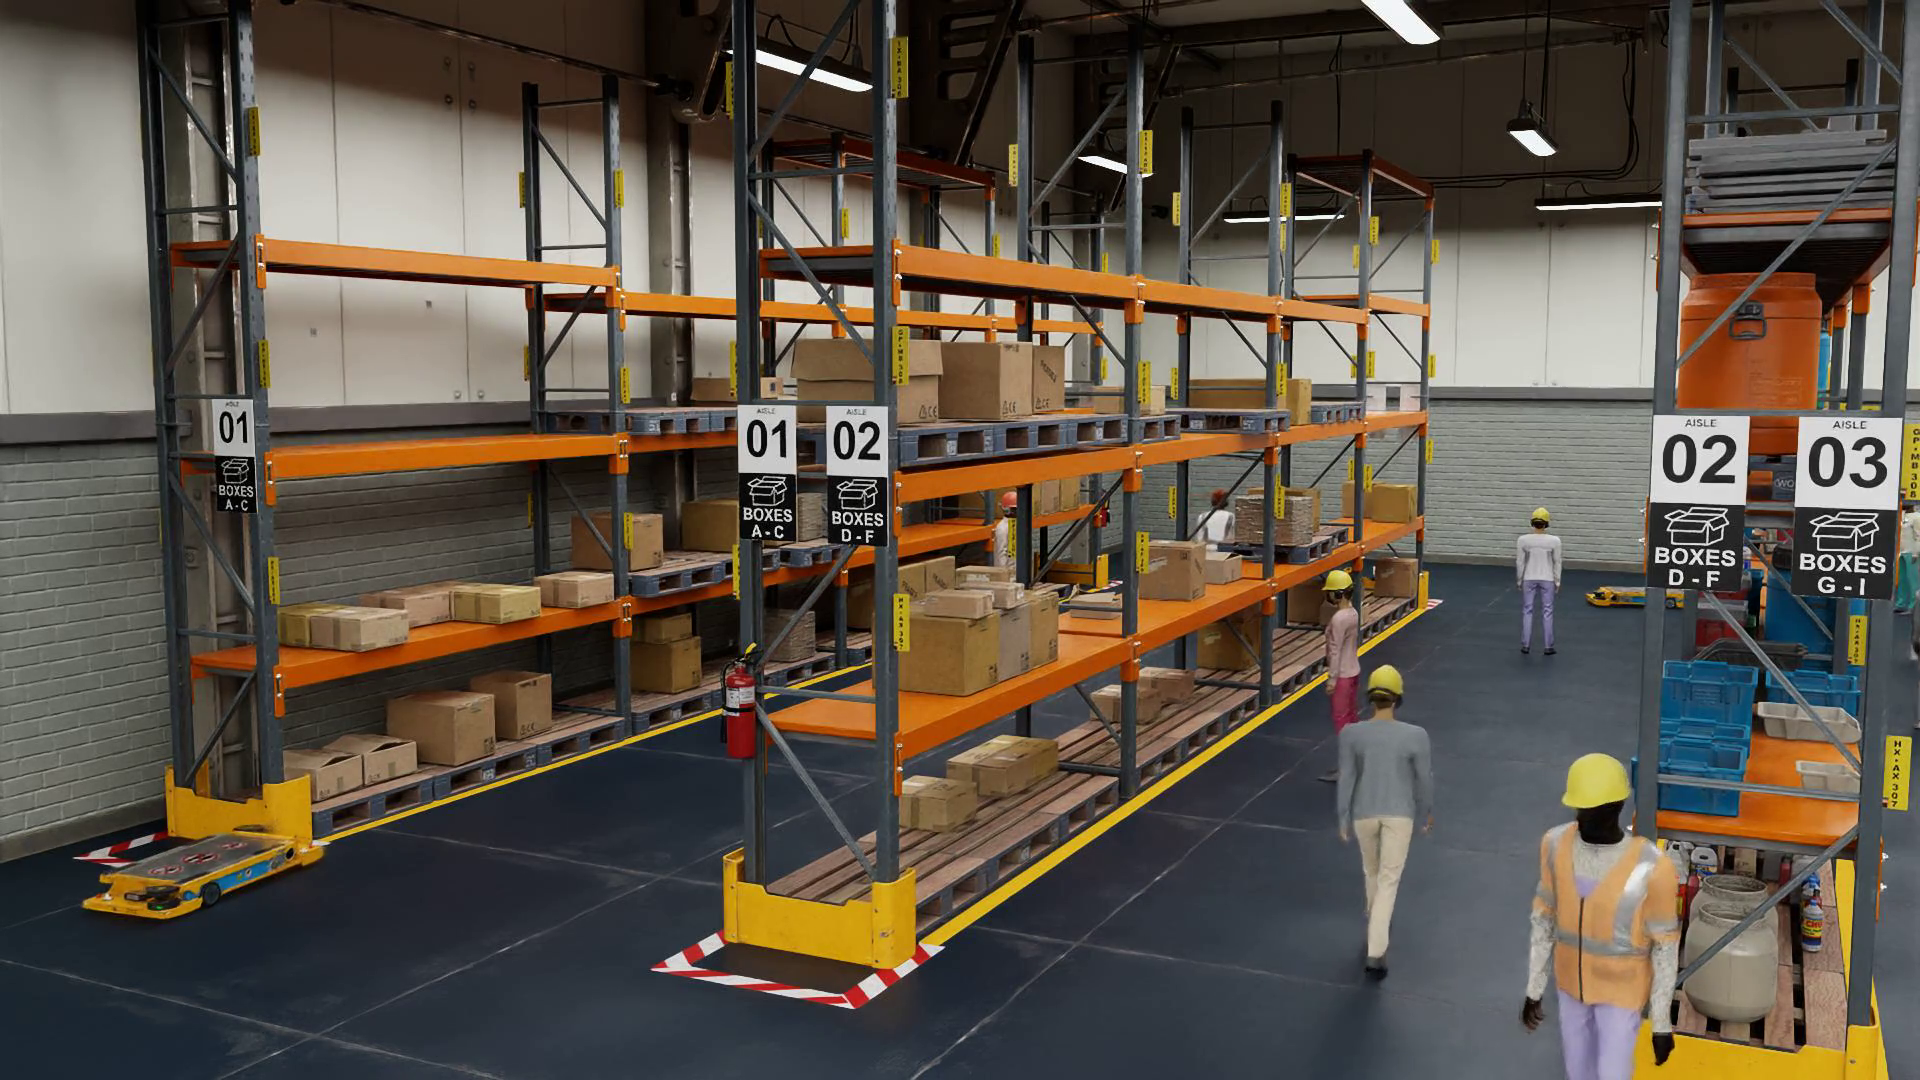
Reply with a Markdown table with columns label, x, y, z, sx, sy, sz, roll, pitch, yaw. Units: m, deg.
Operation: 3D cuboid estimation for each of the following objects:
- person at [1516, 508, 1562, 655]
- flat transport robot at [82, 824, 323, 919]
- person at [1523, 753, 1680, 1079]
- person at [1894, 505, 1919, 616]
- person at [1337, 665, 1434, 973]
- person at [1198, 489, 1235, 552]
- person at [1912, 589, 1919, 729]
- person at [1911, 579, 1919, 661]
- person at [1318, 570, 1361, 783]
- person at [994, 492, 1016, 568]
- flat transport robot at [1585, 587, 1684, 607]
| label | x | y | z | sx | sy | sz | roll | pitch | yaw |
| --- | --- | --- | --- | --- | --- | --- | --- | --- | --- |
| person | 6.954 | 0.496 | 19.983 | 0.523 | 1.769 | 0.316 | 3 | 7 | 26 |
| flat transport robot | -4.950 | 2.165 | 10.954 | 0.652 | 0.197 | 1.431 | 2 | 6 | 19 |
| person | 2.564 | 1.789 | 6.678 | 0.392 | 1.926 | 0.595 | -4 | 7 | -35 |
| person | 13.163 | 0.175 | 23.153 | 0.327 | 1.760 | 0.523 | 0 | 6 | -3 |
| person | 2.449 | 1.586 | 9.634 | 0.524 | 1.716 | 0.950 | 3 | 7 | 29 |
| person | 3.445 | 0.244 | 22.140 | 0.585 | 1.847 | 0.984 | 3 | 7 | 27 |
| person | 9.252 | 1.014 | 15.685 | 0.329 | 1.634 | 0.542 | -4 | 7 | -34 |
| person | 11.190 | 0.620 | 19.011 | 0.490 | 1.716 | 0.731 | 1 | 6 | 12 |
| person | 3.160 | 1.131 | 13.854 | 0.333 | 1.762 | 0.523 | 3 | 7 | 27 |
| person | 0.588 | 0.424 | 19.597 | 0.390 | 1.990 | 0.623 | 1 | 6 | 13 |
| flat transport robot | 9.858 | 0.818 | 24.045 | 1.431 | 0.197 | 0.652 | 1 | 6 | 10 |
